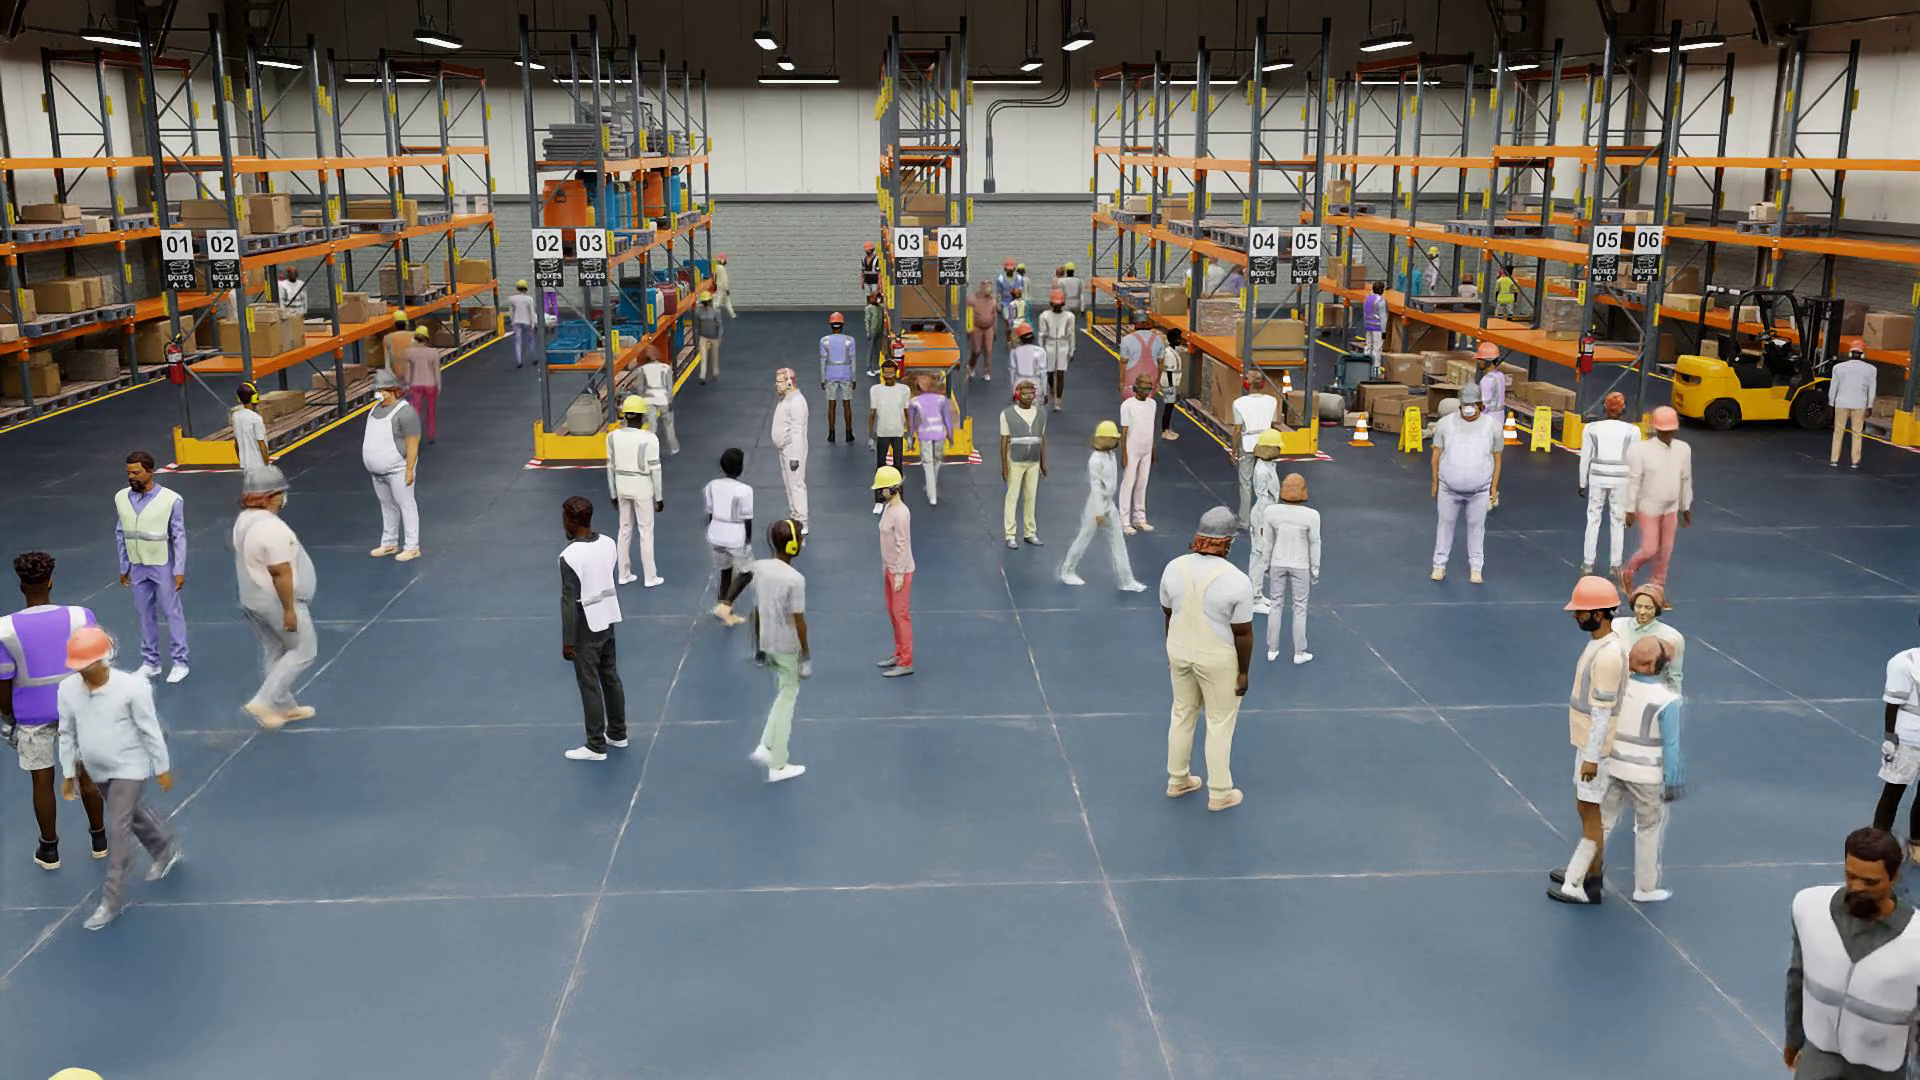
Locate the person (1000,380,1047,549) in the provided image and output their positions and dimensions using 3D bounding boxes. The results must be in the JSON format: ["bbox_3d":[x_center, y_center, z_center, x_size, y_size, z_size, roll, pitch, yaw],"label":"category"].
[{"bbox_3d":[0.692,-0.836,18.227,0.566,1.847,0.389,-7,15,-28],"label":"person"}]

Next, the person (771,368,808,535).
[{"bbox_3d":[-1.930,-0.996,18.809,0.398,1.900,0.635,-5,14,-19],"label":"person"}]

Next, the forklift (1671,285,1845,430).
[{"bbox_3d":[12.503,-2.886,26.166,2.313,2.155,1.214,-1,13,-3],"label":"forklift"}]

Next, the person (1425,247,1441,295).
[{"bbox_3d":[12.184,-6.641,42.870,0.403,1.823,0.593,3,14,12],"label":"person"}]

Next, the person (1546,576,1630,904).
[{"bbox_3d":[3.649,1.151,9.651,0.391,1.923,0.554,4,14,17],"label":"person"}]

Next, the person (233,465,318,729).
[{"bbox_3d":[-5.112,0.427,12.459,0.567,2.000,0.701,-12,18,-41],"label":"person"}]

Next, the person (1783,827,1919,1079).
[{"bbox_3d":[3.437,1.960,6.360,1.017,1.872,0.602,-12,18,-42],"label":"person"}]

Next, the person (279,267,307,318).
[{"bbox_3d":[-14.169,-4.877,35.403,0.581,1.830,1.010,-7,15,-28],"label":"person"}]

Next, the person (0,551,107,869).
[{"bbox_3d":[-5.500,1.024,10.090,0.606,1.966,0.367,-9,16,-35],"label":"person"}]

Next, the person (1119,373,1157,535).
[{"bbox_3d":[2.028,-0.979,18.854,0.505,1.836,0.351,-10,16,-36],"label":"person"}]

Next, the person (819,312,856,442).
[{"bbox_3d":[-1.810,-2.420,24.757,0.543,1.932,0.365,-1,13,-3],"label":"person"}]

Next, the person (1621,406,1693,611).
[{"bbox_3d":[6.590,-0.311,15.739,0.629,1.966,0.506,-3,14,-14],"label":"person"}]

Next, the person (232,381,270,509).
[{"bbox_3d":[-7.568,-0.771,17.903,0.510,1.870,0.328,8,15,30],"label":"person"}]

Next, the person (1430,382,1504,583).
[{"bbox_3d":[5.073,-0.577,16.713,0.688,2.000,0.539,4,14,18],"label":"person"}]

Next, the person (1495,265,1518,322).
[{"bbox_3d":[12.492,-5.440,38.046,0.534,1.697,0.322,11,17,39],"label":"person"}]

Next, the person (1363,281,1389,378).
[{"bbox_3d":[7.929,-4.000,31.637,0.429,1.843,0.634,-5,14,-19],"label":"person"}]

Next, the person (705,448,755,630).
[{"bbox_3d":[-2.103,0.013,14.981,0.543,1.687,0.471,8,16,32],"label":"person"}]

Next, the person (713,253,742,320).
[{"bbox_3d":[-5.994,-6.374,41.991,0.884,1.708,0.577,-4,14,-18],"label":"person"}]

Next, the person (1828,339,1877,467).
[{"bbox_3d":[12.232,-1.877,22.832,0.565,1.750,0.341,7,15,29],"label":"person"}]

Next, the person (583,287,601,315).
[{"bbox_3d":[-8.485,-5.551,38.479,0.506,1.719,0.699,3,14,13],"label":"person"}]

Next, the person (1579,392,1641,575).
[{"bbox_3d":[6.645,-0.576,17.049,0.573,1.883,0.356,6,14,23],"label":"person"}]

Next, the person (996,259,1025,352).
[{"bbox_3d":[1.078,-5.090,35.953,0.606,2.000,1.046,-3,14,-11],"label":"person"}]

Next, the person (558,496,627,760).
[{"bbox_3d":[-2.635,0.625,11.911,0.397,1.910,0.587,5,14,20],"label":"person"}]

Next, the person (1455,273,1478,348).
[{"bbox_3d":[11.095,-5.027,36.455,0.501,1.628,0.267,7,15,28],"label":"person"}]

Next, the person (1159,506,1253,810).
[{"bbox_3d":[1.677,0.759,11.051,0.683,2.000,0.535,11,17,39],"label":"person"}]

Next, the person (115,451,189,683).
[{"bbox_3d":[-6.606,0.213,13.628,0.592,1.920,0.392,2,13,8],"label":"person"}]

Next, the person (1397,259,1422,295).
[{"bbox_3d":[10.798,-5.921,40.011,0.575,1.738,0.396,3,14,12],"label":"person"}]

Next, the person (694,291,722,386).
[{"bbox_3d":[-4.664,-3.761,30.889,0.530,1.722,0.897,-1,13,-2],"label":"person"}]

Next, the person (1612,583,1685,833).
[{"bbox_3d":[4.330,1.067,10.634,0.522,1.632,0.314,12,18,42],"label":"person"}]

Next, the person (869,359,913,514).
[{"bbox_3d":[-0.831,-1.238,19.888,0.526,1.865,0.315,-1,13,-6],"label":"person"}]

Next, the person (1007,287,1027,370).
[{"bbox_3d":[1.119,-4.145,32.689,0.312,1.640,0.512,11,17,39],"label":"person"}]

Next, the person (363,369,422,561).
[{"bbox_3d":[-6.052,-0.797,17.642,0.679,2.000,0.537,9,16,33],"label":"person"}]
